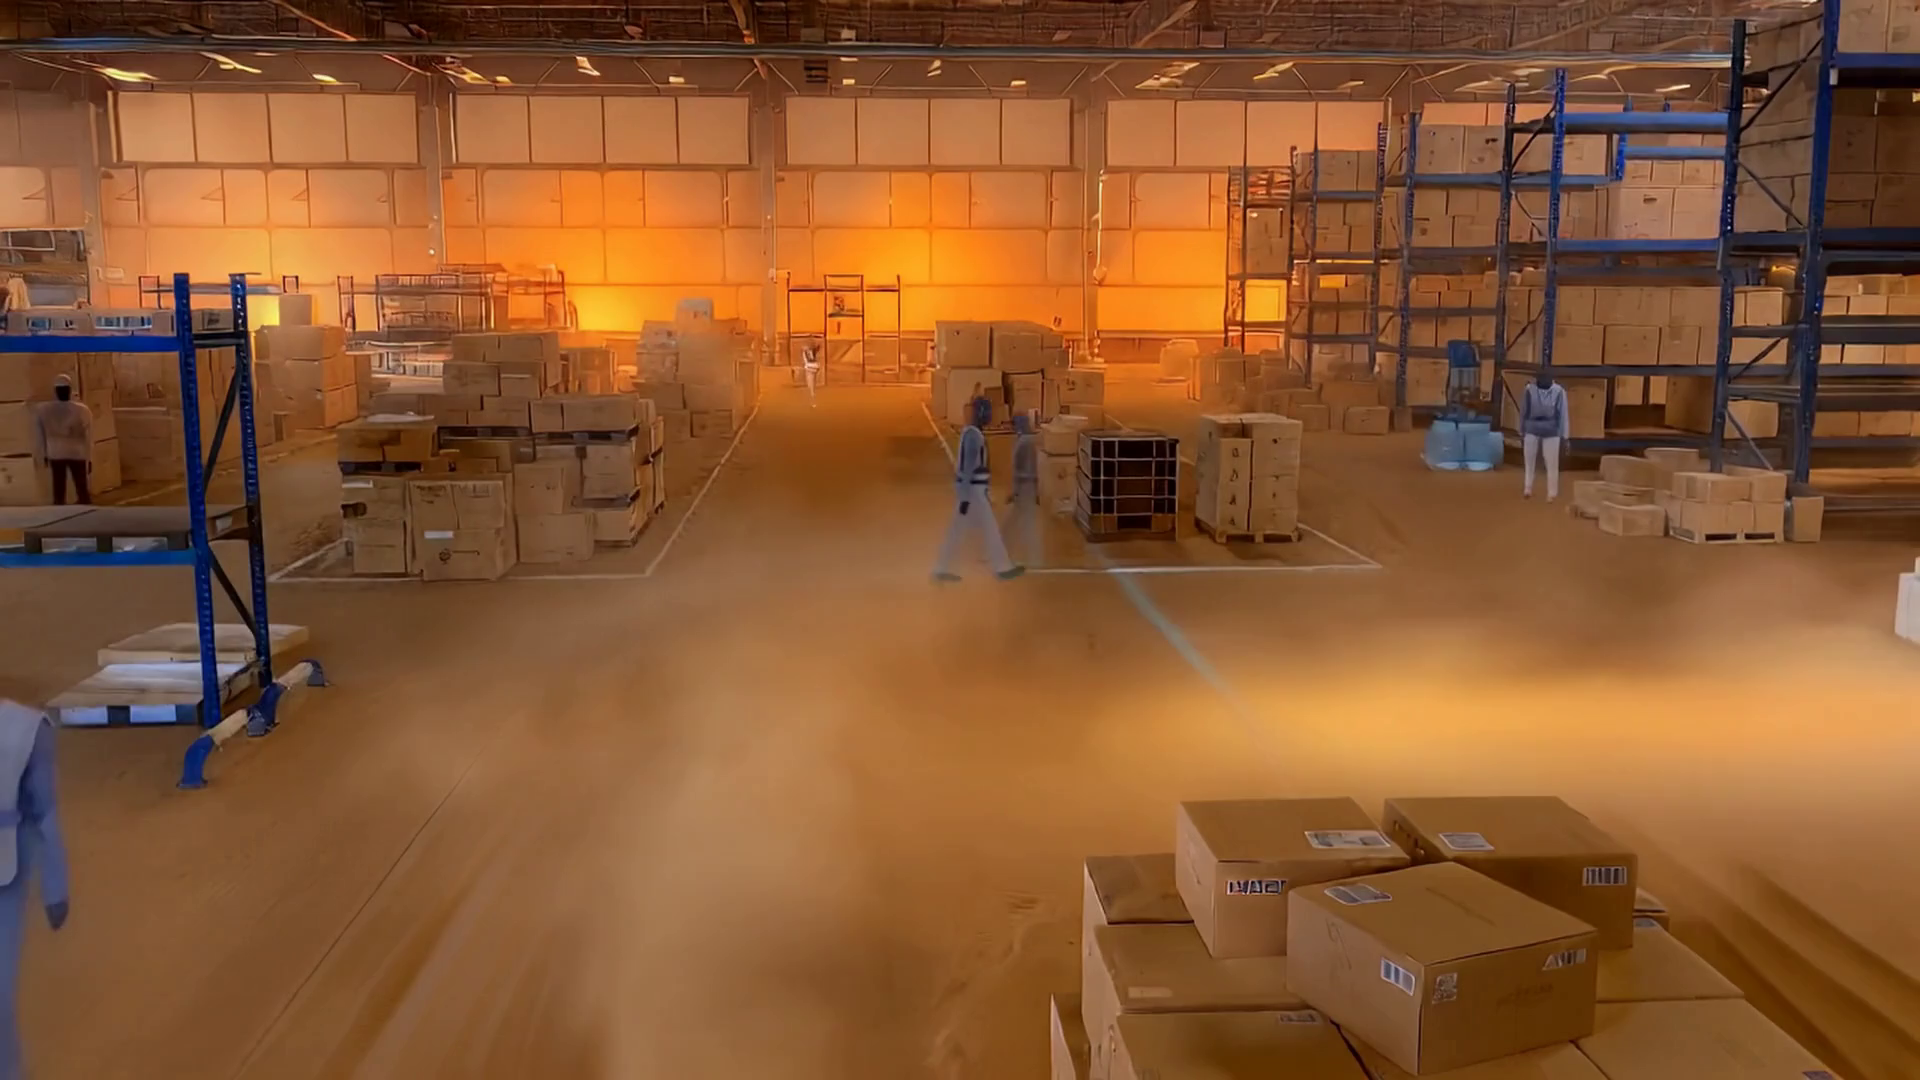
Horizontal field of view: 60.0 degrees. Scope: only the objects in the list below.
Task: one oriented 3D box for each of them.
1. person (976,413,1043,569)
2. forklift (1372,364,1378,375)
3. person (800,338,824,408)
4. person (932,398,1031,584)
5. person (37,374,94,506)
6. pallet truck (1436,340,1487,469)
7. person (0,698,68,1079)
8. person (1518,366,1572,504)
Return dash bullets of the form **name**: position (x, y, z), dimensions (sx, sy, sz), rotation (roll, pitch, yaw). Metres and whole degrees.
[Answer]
- **person**: position (0.509, -0.488, 17.088), dimensions (0.774, 1.609, 0.518), rotation (-2, 9, -10)
- **forklift**: position (9.892, -4.110, 35.836), dimensions (1.873, 2.768, 1.129), rotation (-1, 9, -4)
- **person**: position (-3.340, -3.789, 37.807), dimensions (0.506, 1.597, 0.814), rotation (-4, 10, -23)
- **person**: position (0.172, -0.466, 16.251), dimensions (0.967, 1.831, 0.561), rotation (-1, 9, -6)
- **person**: position (-10.525, -1.017, 19.607), dimensions (0.586, 1.872, 1.025), rotation (-3, 10, -21)
- **pallet truck**: position (8.004, -2.170, 26.422), dimensions (0.823, 1.965, 1.885), rotation (2, 9, 14)
- **person**: position (-3.364, 1.201, 5.552), dimensions (0.613, 1.892, 0.725), rotation (-1, 9, -6)
- **person**: position (7.752, -1.394, 22.059), dimensions (0.688, 1.837, 0.430), rotation (5, 10, 30)
